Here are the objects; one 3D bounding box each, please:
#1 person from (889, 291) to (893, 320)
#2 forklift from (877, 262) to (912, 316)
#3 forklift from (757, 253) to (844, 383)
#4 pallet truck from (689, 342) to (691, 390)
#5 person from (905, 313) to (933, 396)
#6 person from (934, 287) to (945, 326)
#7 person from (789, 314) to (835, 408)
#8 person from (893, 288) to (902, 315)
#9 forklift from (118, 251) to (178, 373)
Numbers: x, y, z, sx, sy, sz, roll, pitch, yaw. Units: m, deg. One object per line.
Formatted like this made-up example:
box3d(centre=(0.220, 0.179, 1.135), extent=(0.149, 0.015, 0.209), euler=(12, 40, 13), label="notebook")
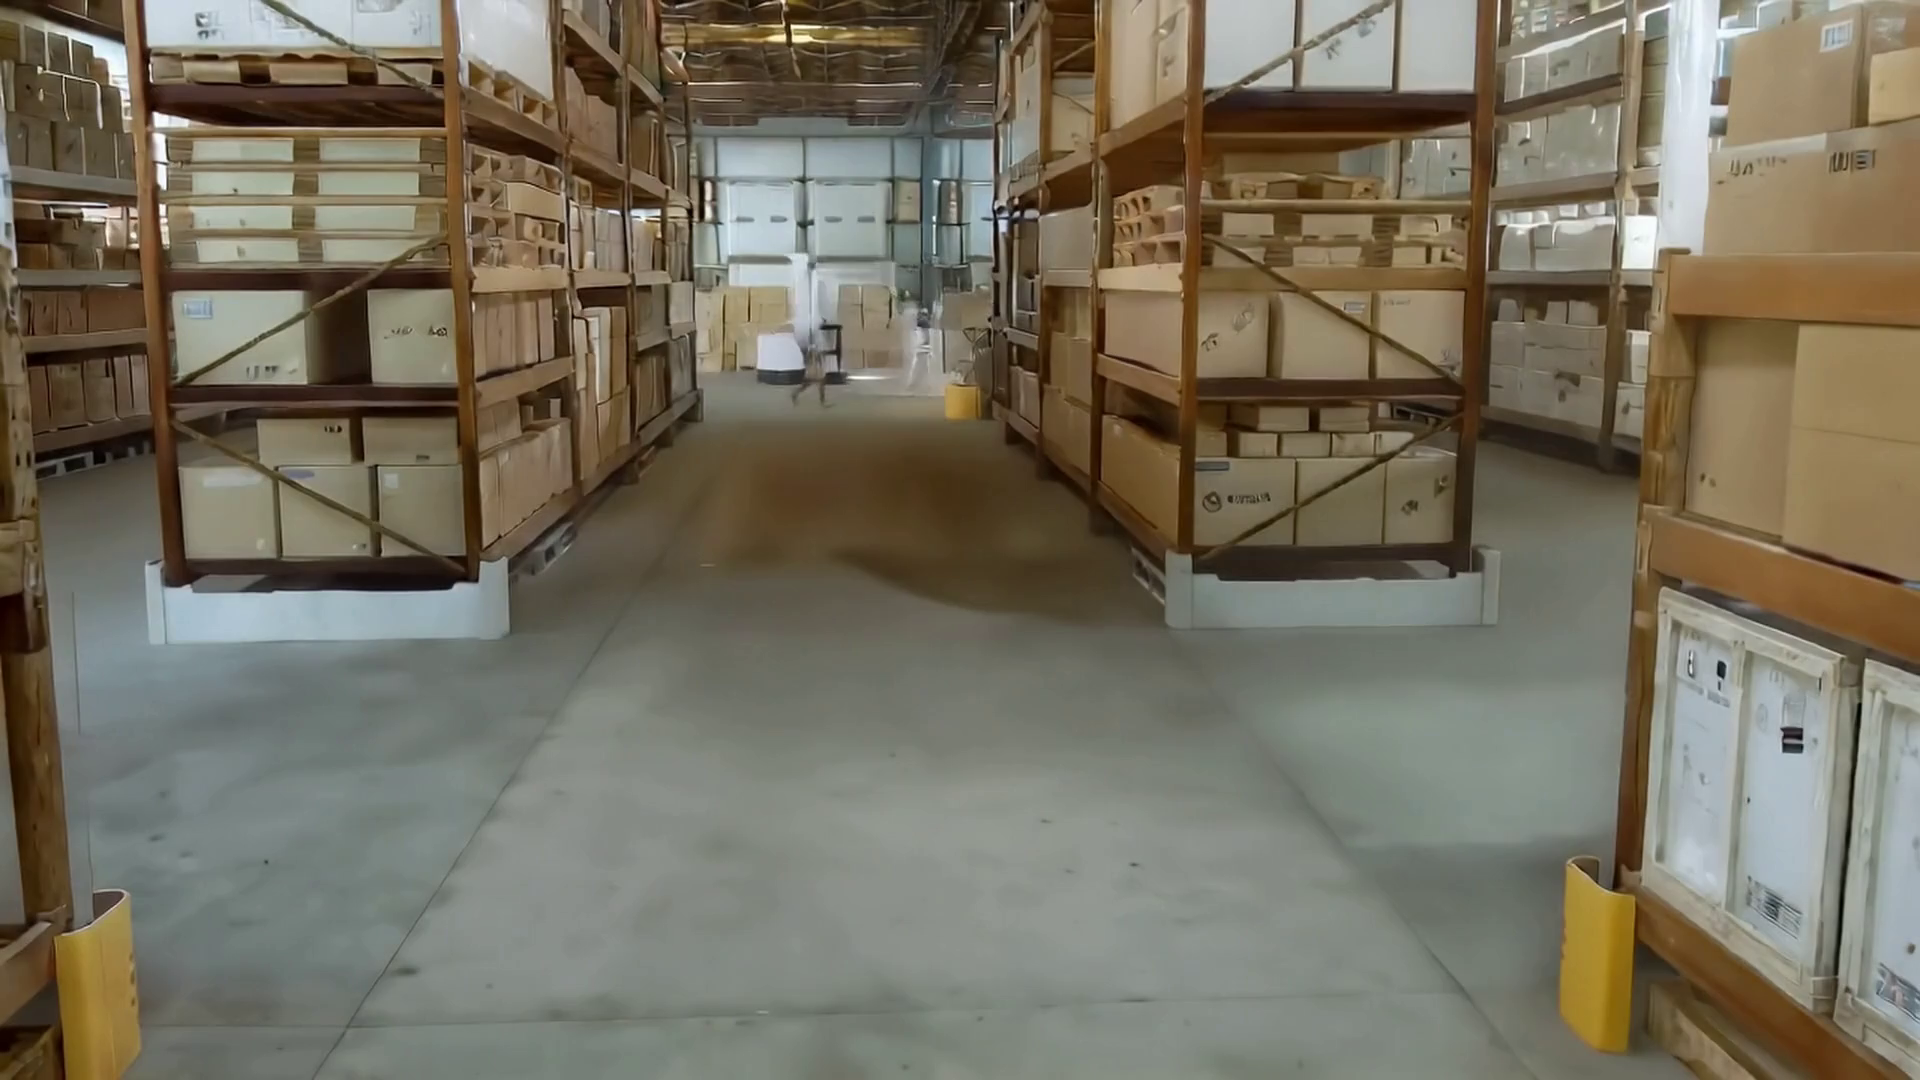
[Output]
box3d(centre=(-2.425, -7.288, 54.542), extent=(0.369, 1.940, 0.631), euler=(8, 12, 40), label="person")
box3d(centre=(-2.578, -8.323, 58.089), extent=(1.873, 2.768, 1.129), euler=(-4, 10, -21), label="forklift")
box3d(centre=(-3.480, -4.832, 36.171), extent=(1.873, 2.768, 1.129), euler=(-1, 9, -4), label="forklift")
box3d(centre=(-5.225, -3.008, 27.480), extent=(1.885, 1.965, 0.823), euler=(2, 9, 14), label="pallet truck")
box3d(centre=(-0.782, -3.615, 32.509), extent=(0.680, 1.614, 0.528), euler=(8, 12, 40), label="person")
box3d(centre=(-0.649, -8.312, 60.997), extent=(0.587, 1.930, 0.356), euler=(-1, 9, -6), label="person")
box3d(centre=(-2.635, -3.162, 29.459), extent=(0.731, 1.671, 0.531), euler=(-1, 9, -8), label="person")
box3d(centre=(-2.310, -7.828, 57.979), extent=(0.634, 1.930, 0.384), euler=(3, 10, 19), label="person")
box3d(centre=(-15.784, -4.222, 32.342), extent=(1.129, 2.768, 1.873), euler=(-1, 9, -4), label="forklift")
